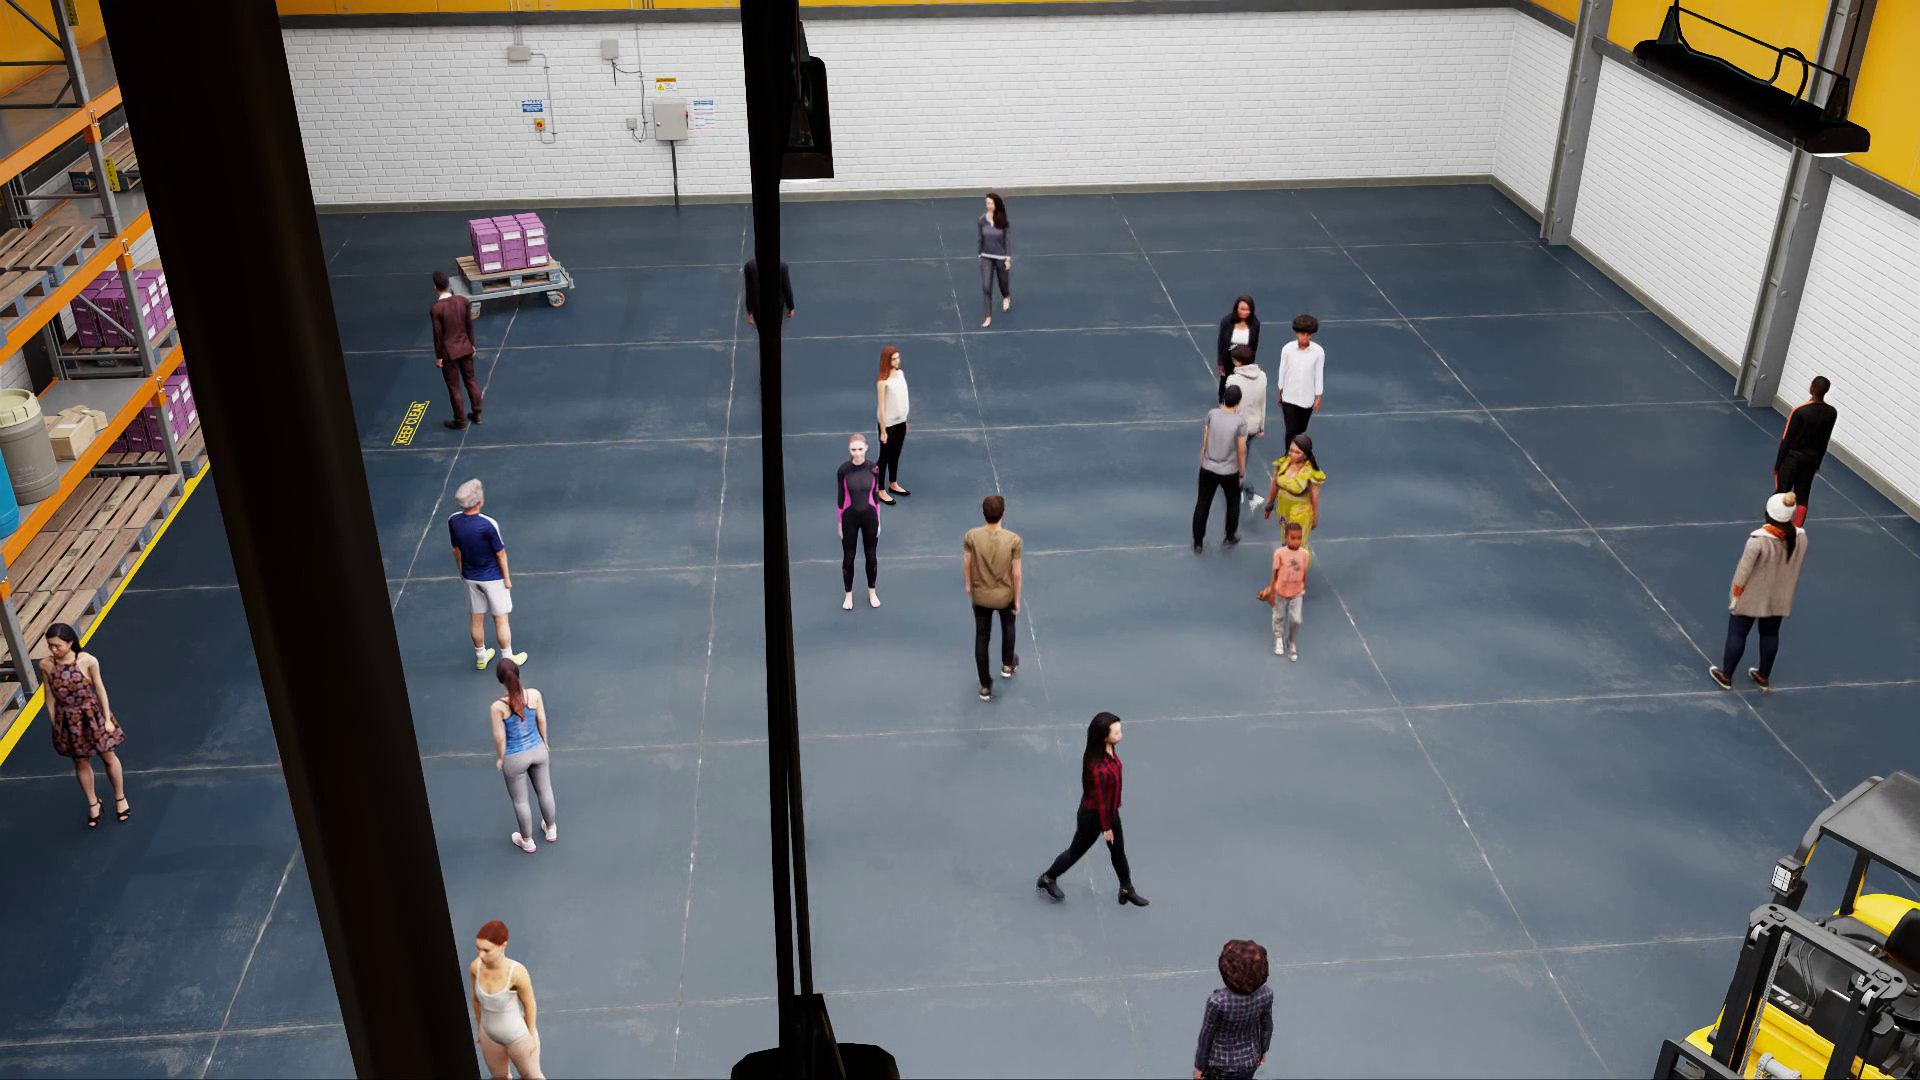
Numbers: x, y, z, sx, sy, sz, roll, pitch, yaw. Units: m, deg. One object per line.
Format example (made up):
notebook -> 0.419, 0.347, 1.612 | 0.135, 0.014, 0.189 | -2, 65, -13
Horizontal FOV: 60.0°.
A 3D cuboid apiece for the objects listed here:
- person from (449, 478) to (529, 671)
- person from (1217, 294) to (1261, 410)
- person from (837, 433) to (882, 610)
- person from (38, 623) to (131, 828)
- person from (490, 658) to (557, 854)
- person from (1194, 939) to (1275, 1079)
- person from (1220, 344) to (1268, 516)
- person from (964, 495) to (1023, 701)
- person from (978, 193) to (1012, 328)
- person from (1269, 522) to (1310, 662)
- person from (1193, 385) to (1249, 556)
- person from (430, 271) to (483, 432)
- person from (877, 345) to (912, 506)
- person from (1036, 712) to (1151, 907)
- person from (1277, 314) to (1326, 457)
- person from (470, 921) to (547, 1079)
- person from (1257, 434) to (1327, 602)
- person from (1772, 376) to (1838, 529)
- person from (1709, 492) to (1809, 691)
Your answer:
person -> -4.131, 0.310, 14.420 | 0.703, 1.839, 0.673 | 7, 29, 12
person -> 3.137, -2.067, 19.051 | 0.711, 1.577, 1.114 | 0, 29, 1
person -> -0.931, -0.187, 15.421 | 0.569, 1.752, 0.585 | -5, 29, -9
person -> -6.596, 1.382, 12.521 | 0.710, 1.775, 0.721 | -7, 29, -13
person -> -3.235, 1.587, 12.319 | 0.651, 1.609, 0.685 | -21, 35, -33
person -> 1.589, 3.050, 9.555 | 0.697, 1.688, 0.721 | -8, 30, -14
person -> 2.927, -1.095, 17.006 | 1.011, 1.830, 1.210 | -13, 31, -23
person -> 0.257, 0.519, 14.046 | 0.798, 1.830, 0.976 | 4, 29, 8
person -> 0.479, -3.722, 21.907 | 0.783, 1.748, 1.047 | 6, 29, 10
person -> 2.906, 0.408, 14.804 | 0.521, 1.299, 0.596 | 3, 29, 5
person -> 2.533, -0.662, 16.312 | 0.808, 1.733, 0.885 | 13, 31, 23
person -> -5.736, -2.157, 18.917 | 0.833, 1.863, 0.775 | 22, 36, 35
person -> -0.718, -1.219, 17.347 | 0.719, 1.721, 0.634 | 18, 33, 29
person -> 0.871, 1.926, 11.691 | 0.889, 1.614, 1.068 | 6, 29, 12
person -> 3.661, -1.601, 17.988 | 0.811, 1.777, 1.161 | 4, 29, 7
person -> -2.676, 2.910, 9.859 | 0.606, 1.643, 0.589 | 8, 30, 14
person -> 3.191, -0.254, 15.704 | 1.294, 1.599, 1.285 | -25, 37, -38
person -> 8.306, -0.777, 16.448 | 0.608, 1.806, 0.543 | -1, 29, -3
person -> 6.845, 0.424, 14.152 | 0.700, 1.895, 0.662 | 0, 29, -1
